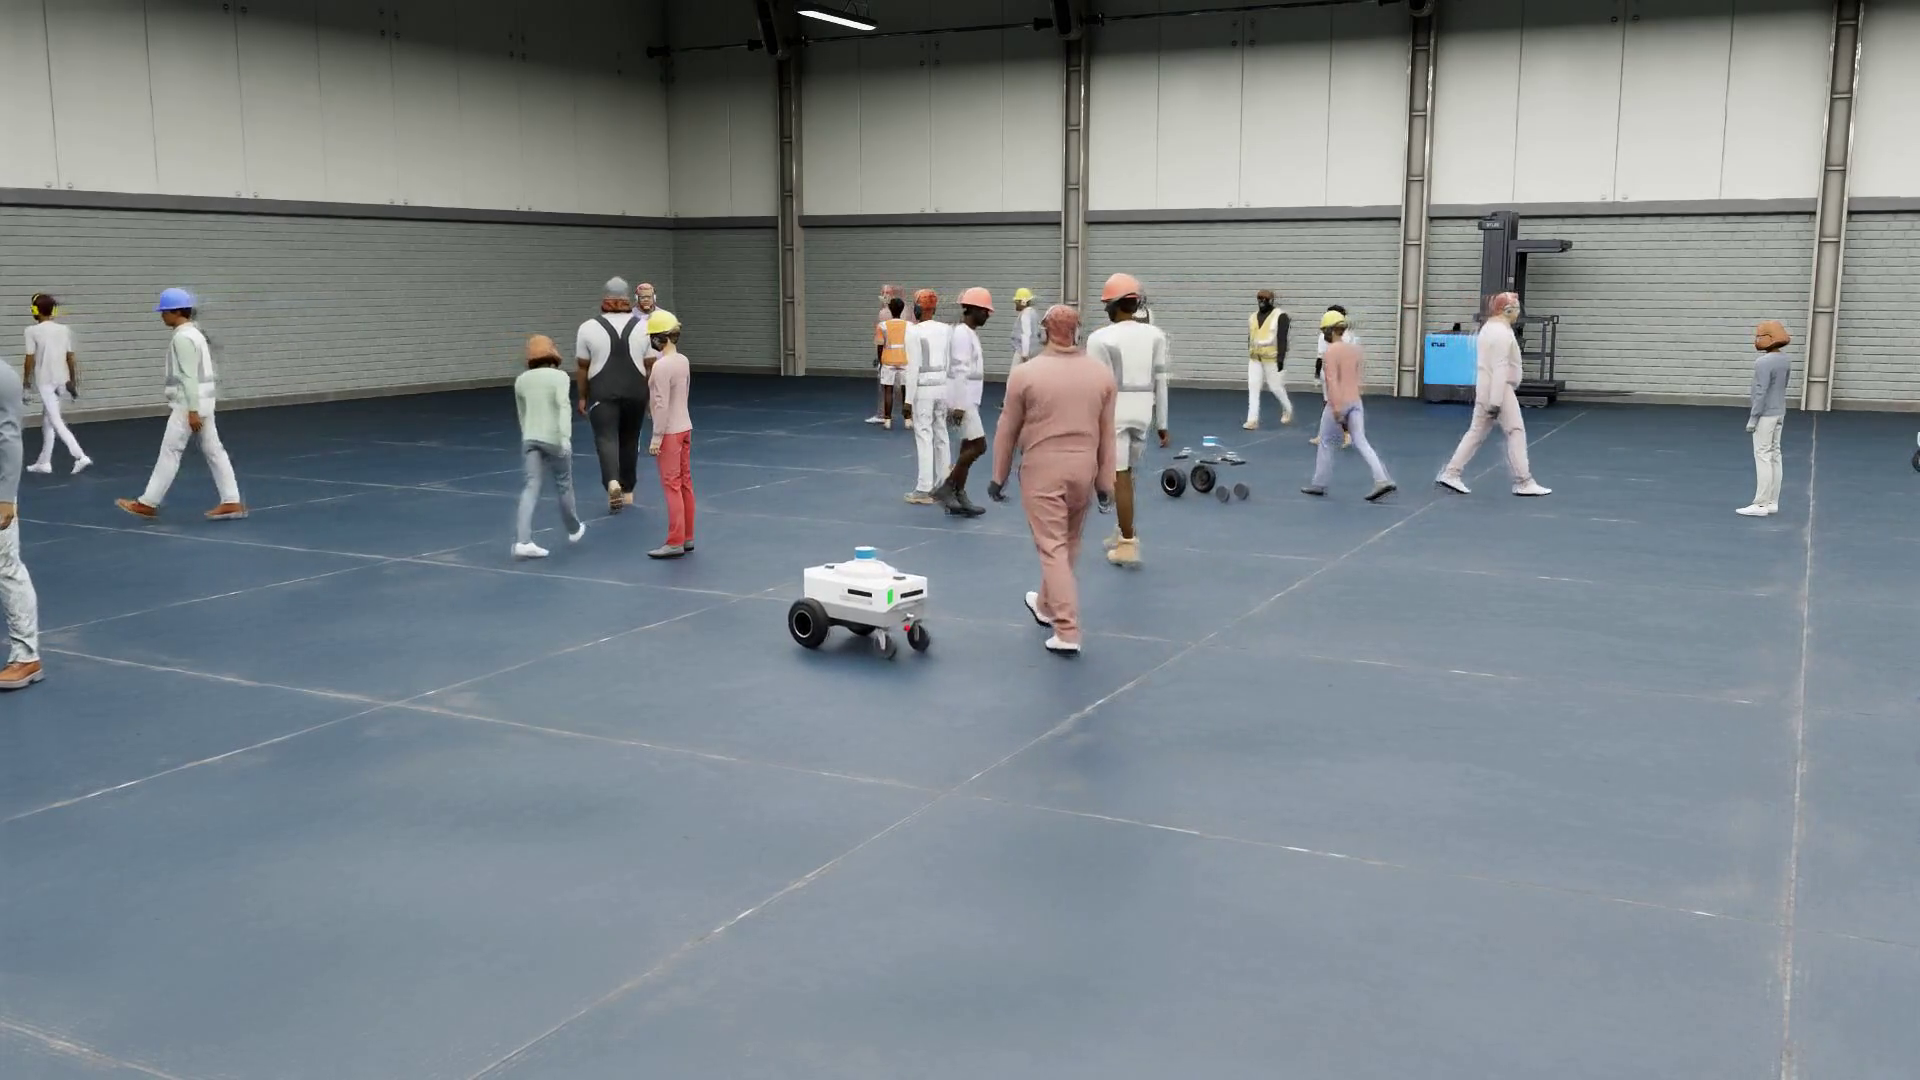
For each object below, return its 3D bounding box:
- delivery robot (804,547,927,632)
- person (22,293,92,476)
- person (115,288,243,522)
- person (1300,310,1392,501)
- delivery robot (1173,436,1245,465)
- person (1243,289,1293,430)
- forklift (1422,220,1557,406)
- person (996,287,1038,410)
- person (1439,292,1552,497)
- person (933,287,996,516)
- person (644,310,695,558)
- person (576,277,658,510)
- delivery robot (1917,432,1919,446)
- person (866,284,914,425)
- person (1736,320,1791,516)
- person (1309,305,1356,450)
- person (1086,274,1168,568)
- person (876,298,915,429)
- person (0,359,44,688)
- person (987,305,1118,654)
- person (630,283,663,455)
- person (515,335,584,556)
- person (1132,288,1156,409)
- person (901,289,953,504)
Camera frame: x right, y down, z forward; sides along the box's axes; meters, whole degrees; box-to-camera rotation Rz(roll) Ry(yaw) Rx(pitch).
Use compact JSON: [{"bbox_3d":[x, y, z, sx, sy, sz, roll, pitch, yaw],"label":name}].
[{"bbox_3d":[-0.520,0.281,9.099,0.707,0.478,0.477,8,12,40],"label":"delivery robot"},{"bbox_3d":[-9.147,-1.573,16.771,0.941,1.836,0.530,4,10,21],"label":"person"},{"bbox_3d":[-6.404,-1.095,13.597,0.982,1.895,0.651,-2,9,-13],"label":"person"},{"bbox_3d":[3.526,-1.218,15.011,0.530,1.699,0.934,-7,12,-37],"label":"person"},{"bbox_3d":[2.263,-0.826,15.124,0.335,0.223,0.698,-8,12,-41],"label":"delivery robot"},{"bbox_3d":[4.022,-2.363,21.678,0.630,1.823,0.784,8,12,42],"label":"person"},{"bbox_3d":[8.245,-3.527,25.720,1.873,2.768,1.129,5,10,27],"label":"forklift"},{"bbox_3d":[0.972,-2.827,24.575,0.800,1.807,0.605,2,9,14],"label":"person"},{"bbox_3d":[4.908,-1.336,15.244,0.966,1.867,0.638,0,9,-1],"label":"person"},{"bbox_3d":[0.089,-1.153,13.915,0.424,1.909,0.582,1,9,6],"label":"person"},{"bbox_3d":[-2.098,-0.763,11.977,0.313,1.767,0.523,2,9,11],"label":"person"},{"bbox_3d":[-2.961,-1.273,14.402,0.684,2.000,0.914,-3,10,-19],"label":"person"},{"bbox_3d":[10.122,-0.978,16.861,0.707,0.478,0.477,7,11,35],"label":"delivery robot"},{"bbox_3d":[-0.851,-2.468,22.189,0.888,1.878,0.636,3,10,18],"label":"person"},{"bbox_3d":[6.783,-1.025,13.990,0.499,1.633,0.289,-8,12,-41],"label":"person"},{"bbox_3d":[4.359,-1.880,19.177,0.537,1.664,0.844,-6,11,-33],"label":"person"},{"bbox_3d":[1.085,-0.849,11.712,0.648,2.018,0.764,-5,10,-28],"label":"person"},{"bbox_3d":[-0.819,-2.289,21.592,0.540,1.696,0.315,0,9,-2],"label":"person"},{"bbox_3d":[-4.848,-0.227,8.174,0.643,1.932,0.368,3,10,17],"label":"person"},{"bbox_3d":[0.492,-0.353,9.167,0.643,1.857,0.988,-4,10,-24],"label":"person"},{"bbox_3d":[-3.458,-1.877,18.409,0.653,1.904,0.405,-3,10,-15],"label":"person"},{"bbox_3d":[-2.998,-0.699,12.132,0.555,1.571,0.848,3,10,20],"label":"person"},{"bbox_3d":[2.642,-2.809,24.497,0.539,1.792,0.974,-5,10,-26],"label":"person"},{"bbox_3d":[-0.291,-1.274,14.760,0.358,1.883,0.572,8,12,41],"label":"person"}]
